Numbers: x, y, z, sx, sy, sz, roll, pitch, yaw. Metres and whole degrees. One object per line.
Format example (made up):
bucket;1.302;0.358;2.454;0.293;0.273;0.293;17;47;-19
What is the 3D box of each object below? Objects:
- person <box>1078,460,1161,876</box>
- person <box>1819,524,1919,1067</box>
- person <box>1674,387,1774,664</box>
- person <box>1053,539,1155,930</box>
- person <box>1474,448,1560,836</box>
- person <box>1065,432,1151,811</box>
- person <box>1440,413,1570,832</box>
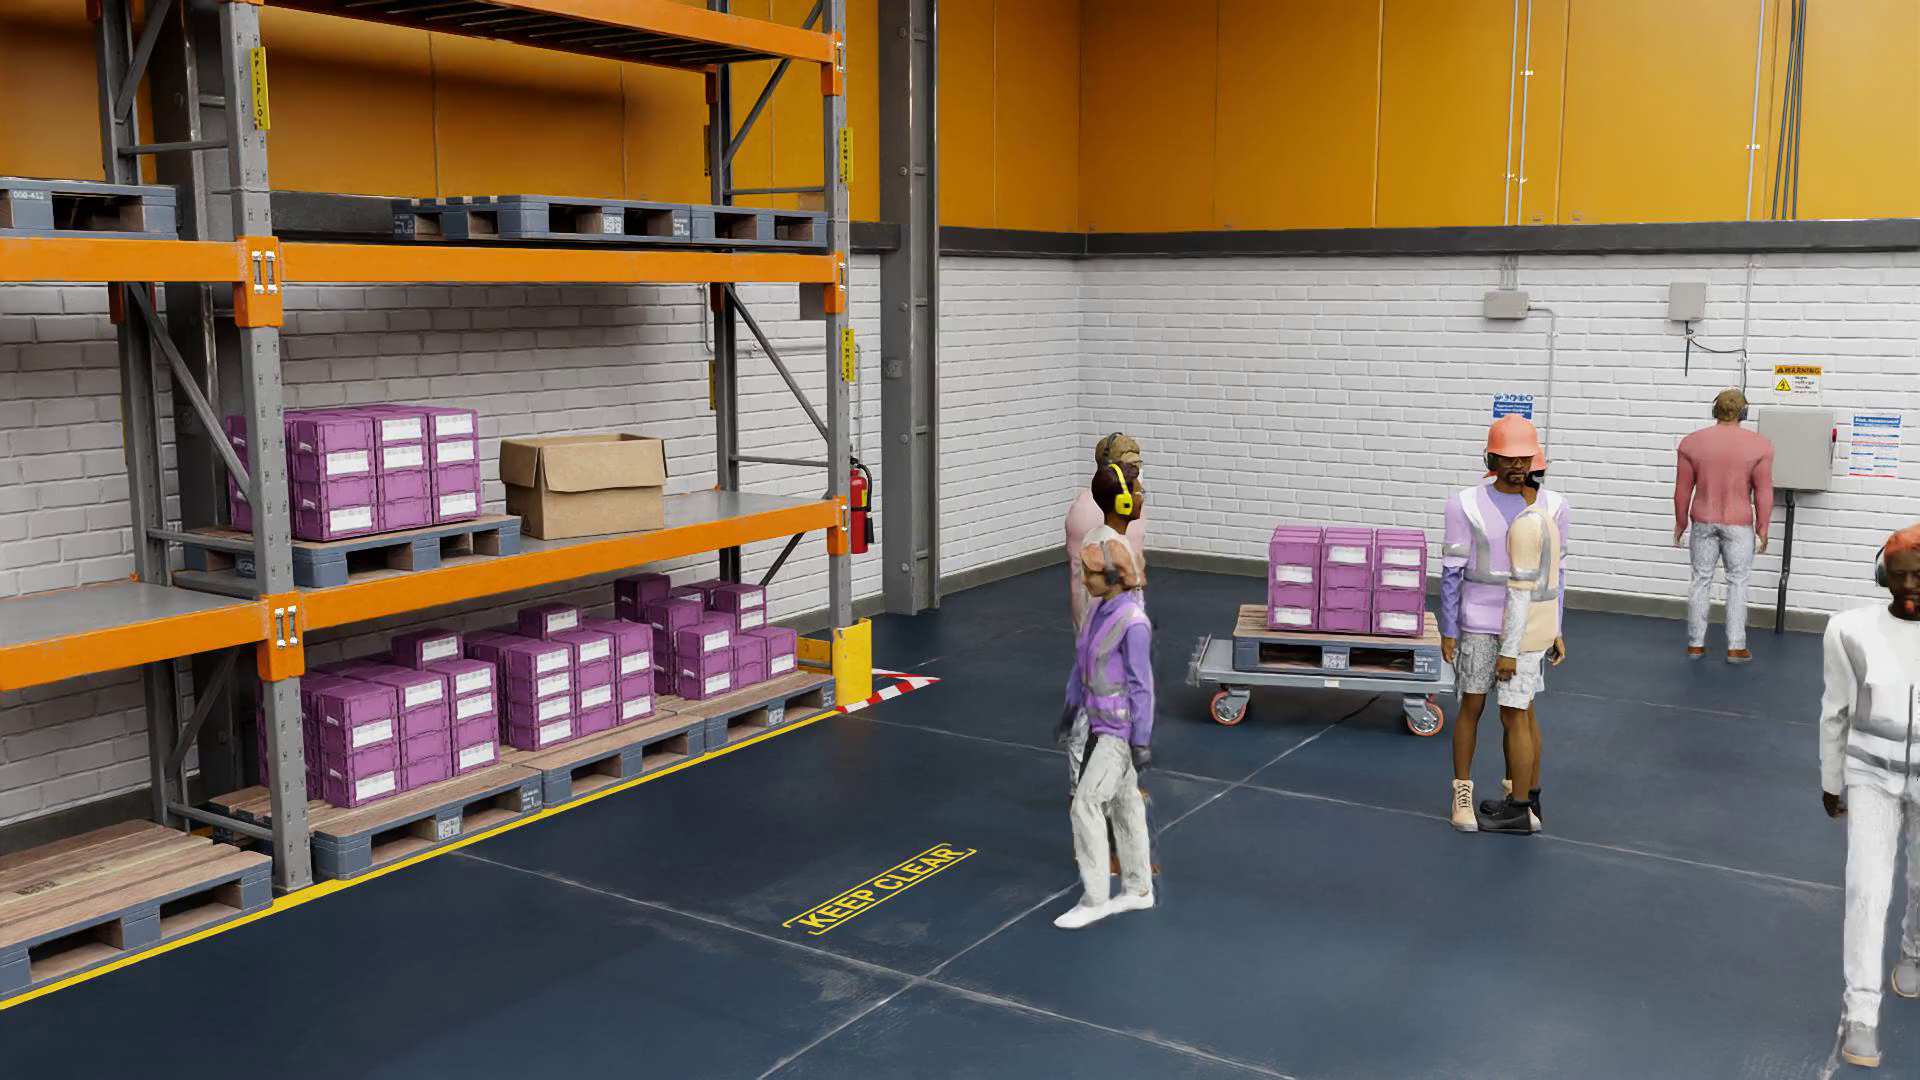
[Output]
person;0.704;0.575;7.517;0.326;1.876;0.518;-2;9;-14
person;3.349;0.841;5.897;0.572;1.853;0.919;5;10;29
person;5.367;-0.102;11.714;0.636;1.936;0.354;6;11;34
person;0.563;0.800;6.901;0.615;1.616;0.506;-2;9;-10
person;2.702;0.464;8.098;0.387;1.924;0.548;4;10;26
person;0.749;0.421;8.357;0.369;1.933;0.628;6;11;34
person;2.639;0.407;8.064;0.615;2.043;0.373;0;9;-2
